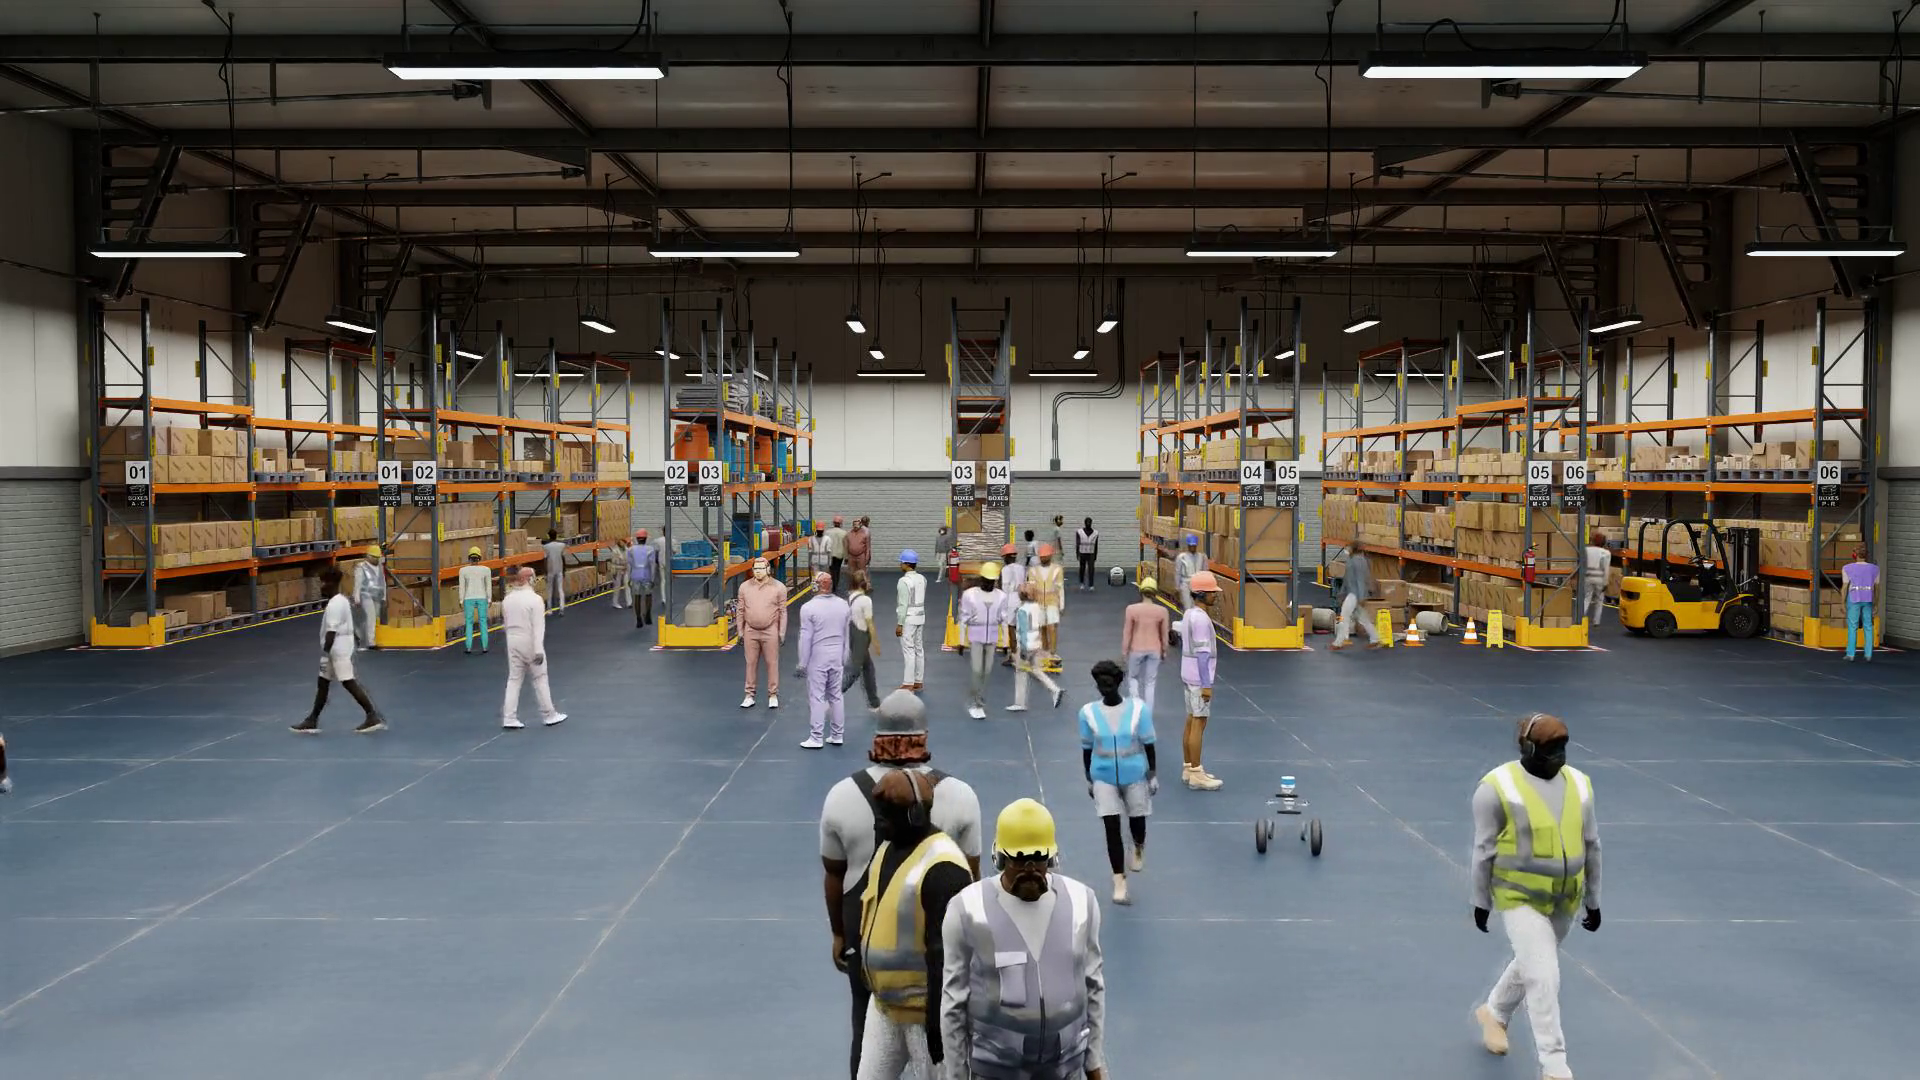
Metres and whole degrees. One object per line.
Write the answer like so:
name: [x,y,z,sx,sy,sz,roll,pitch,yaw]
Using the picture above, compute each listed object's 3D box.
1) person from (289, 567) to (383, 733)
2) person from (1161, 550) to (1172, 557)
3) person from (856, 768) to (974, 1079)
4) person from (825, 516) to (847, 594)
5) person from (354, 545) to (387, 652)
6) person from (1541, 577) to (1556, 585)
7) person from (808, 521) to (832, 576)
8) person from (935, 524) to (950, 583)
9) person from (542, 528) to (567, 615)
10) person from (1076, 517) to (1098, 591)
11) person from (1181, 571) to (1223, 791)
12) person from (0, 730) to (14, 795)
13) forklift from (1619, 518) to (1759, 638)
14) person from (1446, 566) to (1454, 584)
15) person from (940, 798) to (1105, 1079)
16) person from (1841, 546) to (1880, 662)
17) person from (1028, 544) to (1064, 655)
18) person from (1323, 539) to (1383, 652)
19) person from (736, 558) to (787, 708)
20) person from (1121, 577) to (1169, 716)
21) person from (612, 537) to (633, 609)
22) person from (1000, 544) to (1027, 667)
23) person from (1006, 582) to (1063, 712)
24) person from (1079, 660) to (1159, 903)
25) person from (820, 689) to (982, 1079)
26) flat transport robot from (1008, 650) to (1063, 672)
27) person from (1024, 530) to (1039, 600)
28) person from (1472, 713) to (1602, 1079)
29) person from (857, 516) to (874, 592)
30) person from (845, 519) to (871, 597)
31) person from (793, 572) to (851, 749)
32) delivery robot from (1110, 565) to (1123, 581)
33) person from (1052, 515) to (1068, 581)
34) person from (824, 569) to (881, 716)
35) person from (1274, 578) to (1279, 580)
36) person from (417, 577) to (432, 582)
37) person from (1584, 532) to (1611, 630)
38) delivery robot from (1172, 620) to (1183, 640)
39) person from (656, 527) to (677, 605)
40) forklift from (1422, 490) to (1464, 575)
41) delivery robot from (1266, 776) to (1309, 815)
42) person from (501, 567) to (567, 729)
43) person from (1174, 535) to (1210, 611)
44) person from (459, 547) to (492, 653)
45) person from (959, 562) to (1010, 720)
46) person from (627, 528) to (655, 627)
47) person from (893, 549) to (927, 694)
person: [-7.091,1.255,18.433,1.017,1.917,0.634,-1,2,-16]
person: [5.716,0.371,44.521,0.558,1.602,0.525,0,2,11]
person: [-0.105,1.785,6.354,0.849,1.810,0.638,-1,3,-28]
person: [-3.064,0.376,40.073,0.616,1.954,0.945,-1,2,-13]
person: [-9.999,0.964,27.215,0.752,1.797,0.592,1,2,20]
person: [13.251,0.627,36.438,0.320,1.737,0.483,-1,3,-25]
person: [-3.246,0.502,37.494,0.542,1.909,0.757,0,2,-3]
person: [-0.449,0.363,44.526,0.515,1.608,0.563,2,3,38]
person: [-8.531,0.668,34.014,0.537,1.848,0.743,-1,2,-24]
person: [3.266,0.349,41.591,0.592,1.886,0.903,0,2,-3]
person: [2.287,1.313,15.286,0.379,2.045,0.605,0,2,-3]
person: [-6.833,1.659,11.186,0.537,1.680,0.627,0,2,8]
forklift: [13.417,0.684,29.791,2.313,2.155,1.214,0,2,0]
person: [11.974,0.397,39.260,0.614,1.970,0.594,0,2,1]
person: [0.226,1.805,5.662,0.586,1.823,0.403,-1,2,-14]
person: [14.252,1.009,25.548,0.561,1.836,0.379,0,2,5]
person: [1.298,1.010,24.699,0.558,1.893,0.928,1,2,13]
person: [6.622,0.925,27.043,0.997,1.896,0.633,0,2,5]
person: [-2.522,1.174,20.486,0.652,1.906,0.408,0,2,5]
person: [2.169,1.315,18.969,0.574,1.737,0.496,0,2,-1]
person: [-7.415,0.733,35.434,0.531,1.588,0.842,-2,3,-43]
person: [0.867,1.007,25.208,0.555,1.886,0.758,2,3,37]
person: [0.924,1.332,20.087,0.640,1.622,0.535,1,3,29]
person: [1.119,1.656,11.349,0.564,1.667,0.634,0,2,9]
person: [-0.234,1.667,6.944,0.688,2.000,0.535,0,2,9]
flat transport robot: [1.140,1.837,24.589,0.652,0.197,1.431,0,2,-5]
person: [1.705,0.591,38.236,0.317,1.669,0.616,1,2,19]
person: [2.803,1.730,7.930,0.625,1.807,0.926,-1,2,-17]
person: [-2.423,0.352,40.866,0.372,1.934,0.627,-1,3,-31]
person: [-2.507,0.430,39.308,0.639,1.903,0.409,1,2,13]
person: [-1.507,1.298,17.473,0.689,1.904,0.397,-2,3,-42]
delivery robot: [4.222,0.903,43.441,0.477,0.478,0.707,0,2,5]
person: [2.785,0.245,44.567,0.652,1.844,0.536,0,2,2]
person: [-1.276,1.260,19.649,0.953,1.813,0.510,-1,3,-27]
person: [7.331,0.514,38.226,0.596,1.818,0.457,0,2,-5]
person: [-11.007,0.645,33.564,0.588,1.927,0.369,0,2,3]
person: [12.114,0.782,30.835,0.597,1.868,0.583,2,3,41]
delivery robot: [3.963,1.523,27.800,0.477,0.478,0.707,-1,3,-26]
person: [-6.712,0.563,36.885,0.510,1.834,0.915,0,2,-8]
forklift: [13.926,-0.371,47.846,1.873,2.768,1.129,0,2,0]
delivery robot: [2.599,1.993,12.795,0.335,0.223,0.698,0,2,9]
person: [-5.015,1.255,18.849,0.671,1.867,0.822,1,3,30]
person: [4.158,0.861,28.607,0.607,1.888,1.008,-1,2,-13]
person: [-8.045,0.993,26.799,0.533,1.768,0.310,-1,2,-22]
person: [0.316,1.217,19.477,0.613,1.894,0.640,-1,2,-18]
person: [-6.219,0.732,31.510,0.558,1.918,0.629,0,2,-7]
person: [-0.671,1.100,21.824,0.381,1.951,0.605,1,3,27]
